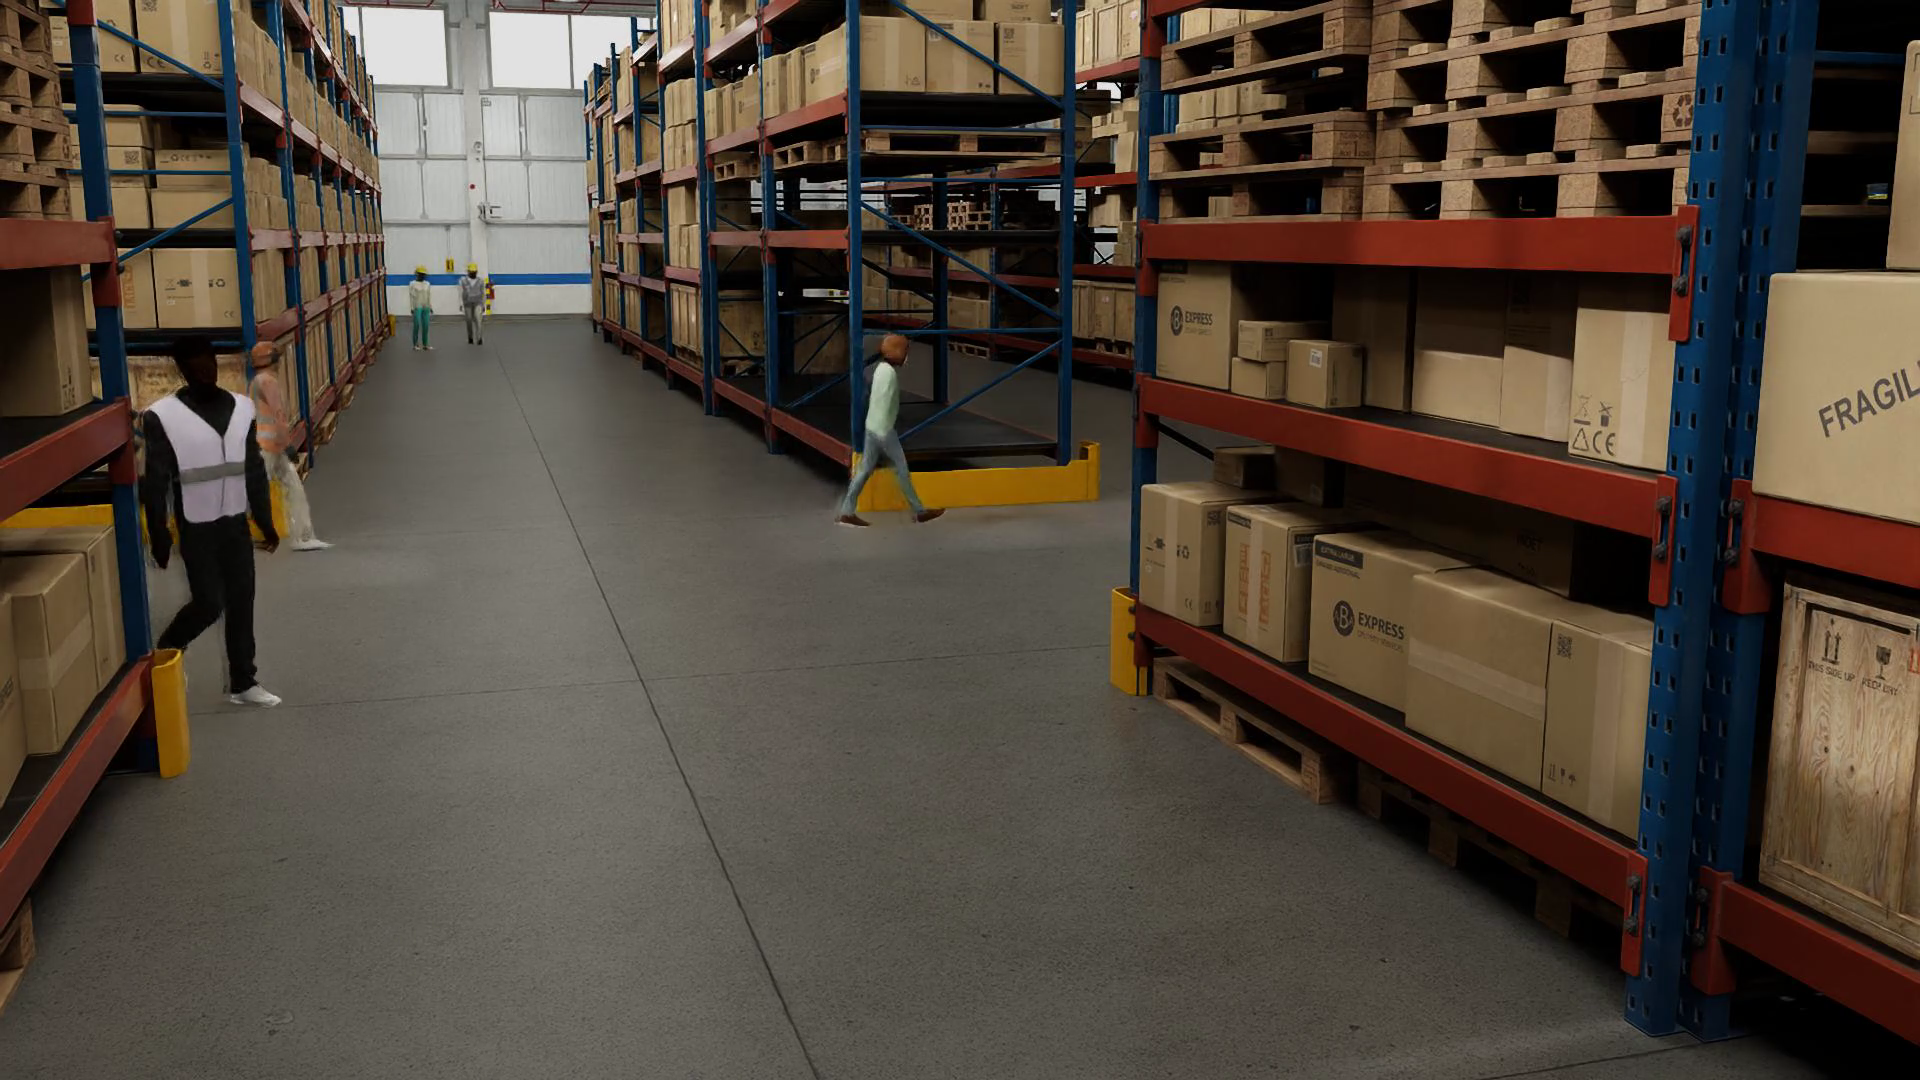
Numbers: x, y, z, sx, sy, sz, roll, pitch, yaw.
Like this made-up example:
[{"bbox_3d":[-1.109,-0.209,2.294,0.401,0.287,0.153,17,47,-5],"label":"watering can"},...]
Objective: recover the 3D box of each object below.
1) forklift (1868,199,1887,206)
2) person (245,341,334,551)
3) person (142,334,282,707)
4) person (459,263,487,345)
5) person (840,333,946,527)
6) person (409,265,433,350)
[{"bbox_3d":[11.338,-2.915,21.052,1.129,2.768,1.873,-3,11,-17],"label":"forklift"},{"bbox_3d":[-5.164,-0.673,12.291,0.839,1.588,0.529,-4,11,-23],"label":"person"},{"bbox_3d":[-3.754,-0.086,8.254,0.585,1.889,0.622,5,11,24],"label":"person"},{"bbox_3d":[-10.685,-5.182,36.468,0.589,1.796,0.896,-3,11,-17],"label":"person"},{"bbox_3d":[-0.573,-0.878,13.459,0.884,1.565,0.562,-3,11,-14],"label":"person"},{"bbox_3d":[-11.232,-4.848,34.705,0.326,1.767,0.533,7,13,35],"label":"person"}]
